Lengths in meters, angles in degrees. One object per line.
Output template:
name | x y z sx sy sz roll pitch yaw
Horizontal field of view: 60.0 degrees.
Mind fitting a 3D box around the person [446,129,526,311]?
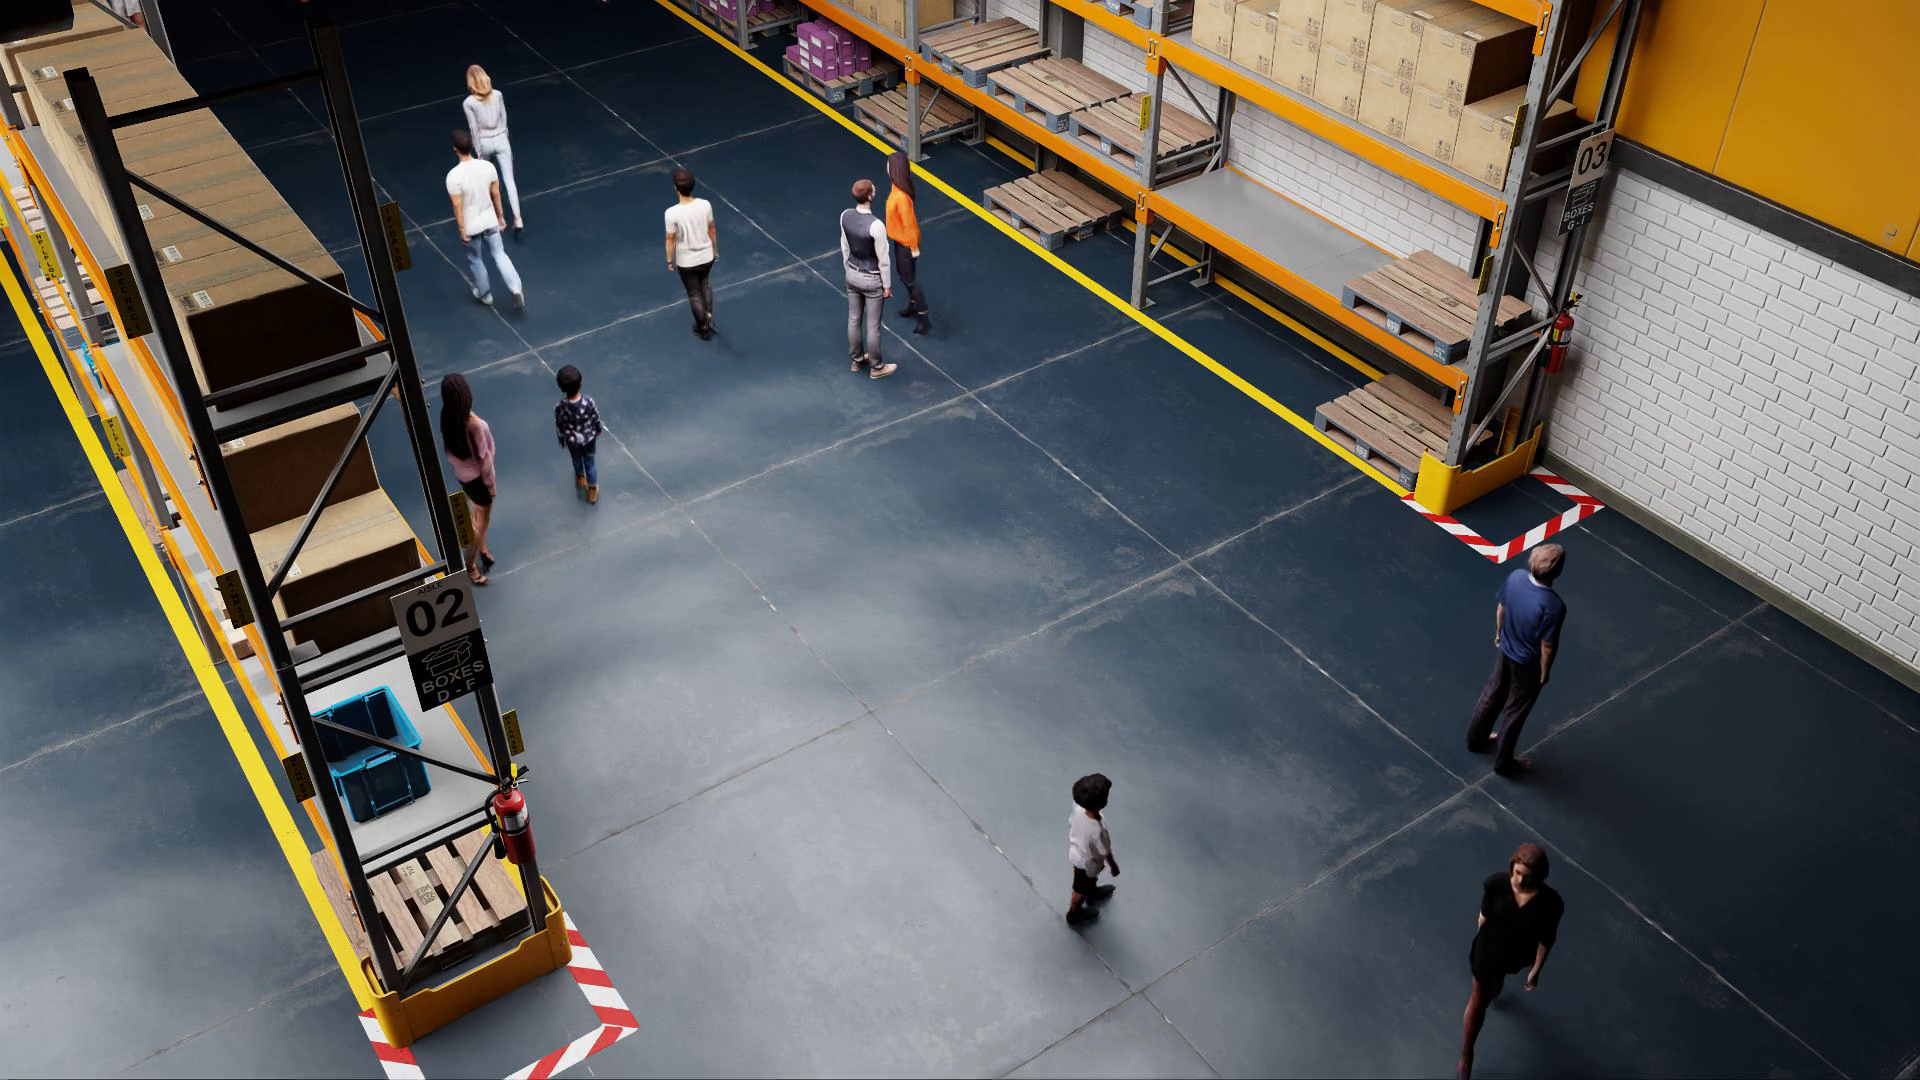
person | -4.570 -3.022 15.954 0.752 1.850 1.032 -30 47 -32

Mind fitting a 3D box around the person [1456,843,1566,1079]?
person | 3.150 2.274 9.484 1.118 1.648 1.034 16 41 19

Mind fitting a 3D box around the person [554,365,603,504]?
person | -3.137 -0.845 13.721 0.638 1.236 0.755 -10 40 -12

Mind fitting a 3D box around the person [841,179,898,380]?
person | -0.858 -2.382 15.082 0.601 1.938 0.783 26 45 29

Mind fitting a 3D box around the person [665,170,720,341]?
person | -2.458 -2.637 15.578 0.633 1.716 0.552 -23 44 -26

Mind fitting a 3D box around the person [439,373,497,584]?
person | -3.749 -0.436 12.772 0.835 1.780 0.758 -29 47 -31

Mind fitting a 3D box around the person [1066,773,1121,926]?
person | 0.739 1.937 10.226 0.628 1.249 0.602 -13 40 -16

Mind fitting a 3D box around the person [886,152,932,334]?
person | -0.461 -2.825 15.813 0.941 1.718 0.774 -14 41 -16

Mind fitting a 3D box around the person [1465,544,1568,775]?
person | 3.773 0.780 11.177 0.747 1.870 0.527 -18 42 -21

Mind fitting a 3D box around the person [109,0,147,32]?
person | -10.404 -6.790 20.731 0.769 1.776 0.750 21 43 24

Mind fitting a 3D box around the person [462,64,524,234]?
person | -4.815 -4.040 17.303 0.677 1.756 1.201 -19 42 -22
